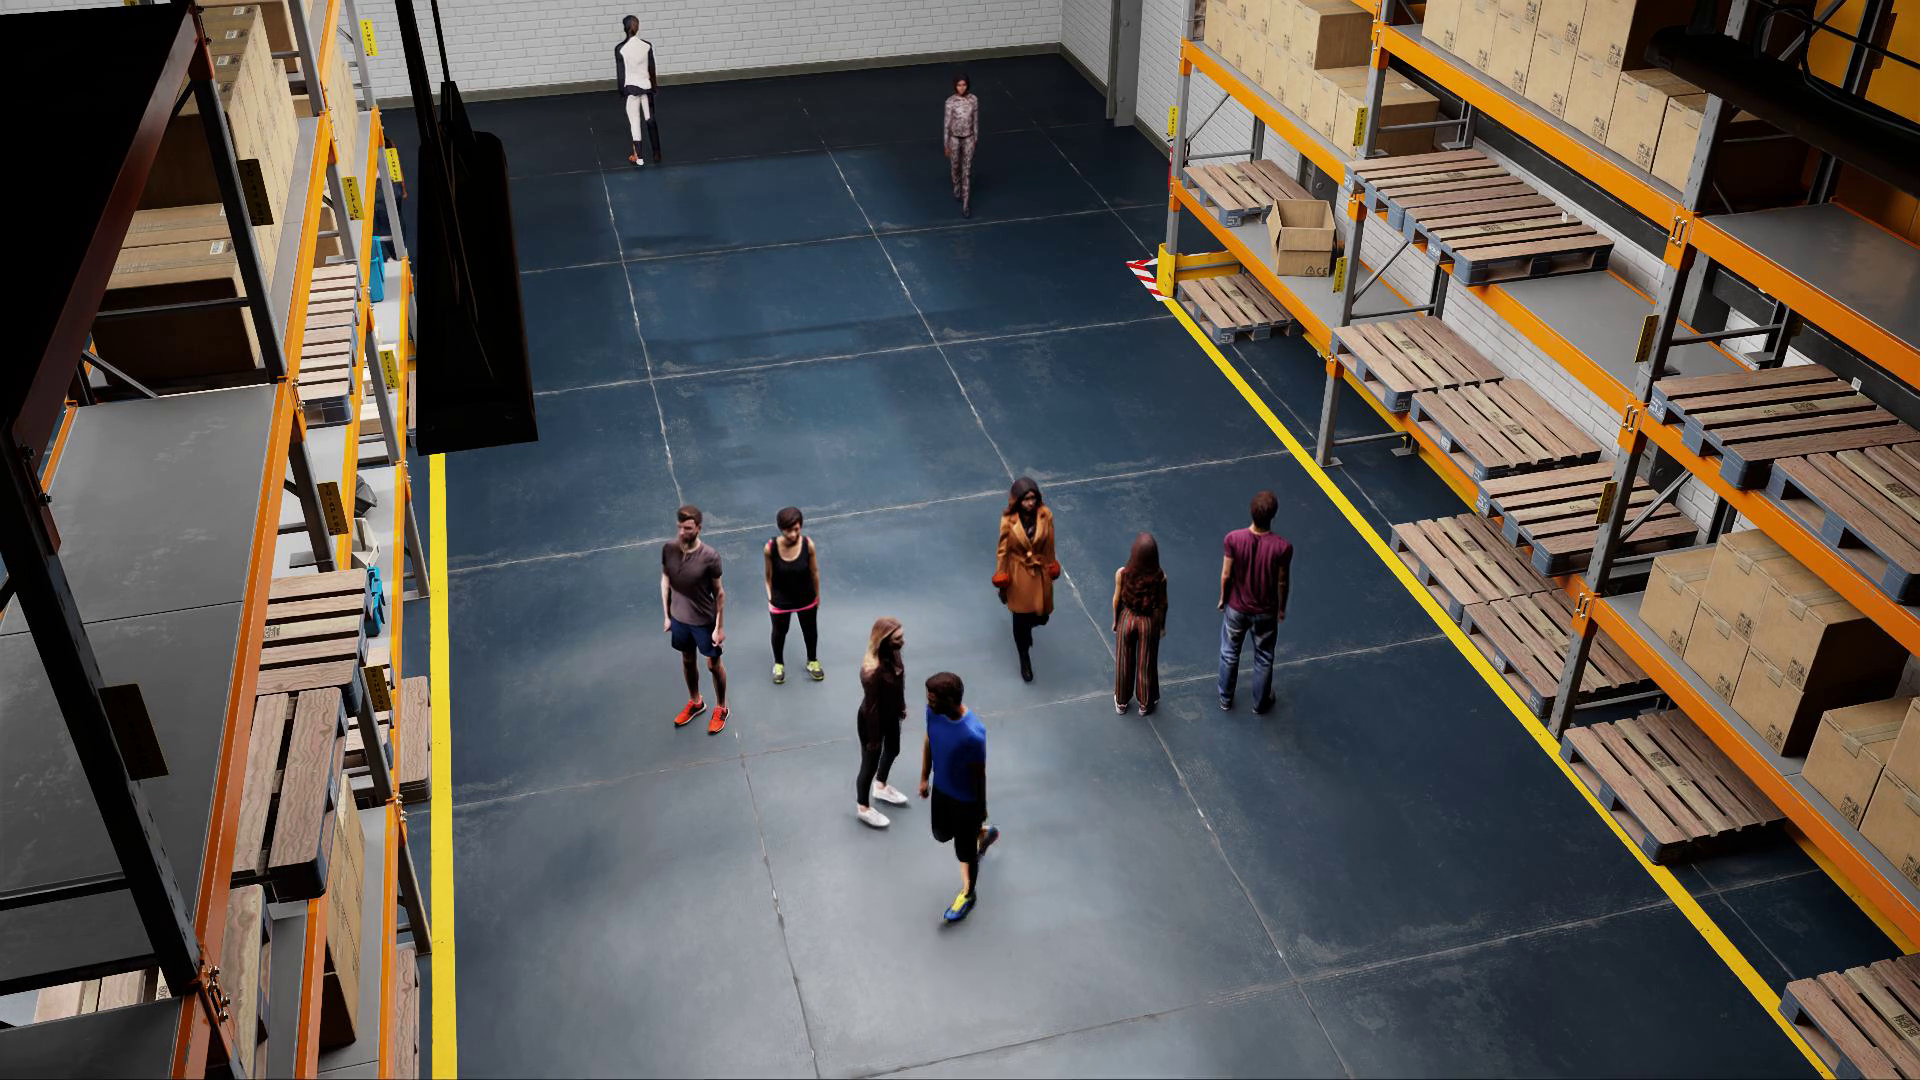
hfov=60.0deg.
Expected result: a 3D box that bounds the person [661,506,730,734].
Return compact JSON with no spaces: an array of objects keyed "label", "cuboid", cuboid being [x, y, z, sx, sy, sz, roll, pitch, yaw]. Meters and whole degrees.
[{"label":"person","cuboid":[-1.890,0.553,11.936,0.725,1.856,0.749,12,35,18]}]

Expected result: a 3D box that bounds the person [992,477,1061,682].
[{"label":"person","cuboid":[0.465,0.250,12.523,0.709,1.712,0.790,-7,34,-11]}]

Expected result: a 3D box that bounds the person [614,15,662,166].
[{"label":"person","cuboid":[-4.163,-5.813,21.482,0.723,1.891,0.654,-16,37,-22]}]

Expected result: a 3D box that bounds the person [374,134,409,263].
[{"label":"person","cuboid":[-6.418,-3.874,18.653,0.767,1.793,0.794,-24,41,-32]}]

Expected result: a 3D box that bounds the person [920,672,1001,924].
[{"label":"person","cuboid":[0.031,1.525,10.481,0.982,1.849,0.971,26,41,33]}]

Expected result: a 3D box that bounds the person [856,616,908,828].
[{"label":"person","cuboid":[-0.555,1.187,11.129,0.765,1.694,0.680,13,36,18]}]

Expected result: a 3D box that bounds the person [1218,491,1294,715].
[{"label":"person","cuboid":[2.125,0.461,12.078,0.735,1.854,0.745,10,35,15]}]

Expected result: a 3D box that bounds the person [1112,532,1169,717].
[{"label":"person","cuboid":[1.305,0.606,12.121,0.630,1.563,0.646,6,34,9]}]

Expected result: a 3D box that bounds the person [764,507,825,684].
[{"label":"person","cuboid":[-1.255,0.401,12.445,0.566,1.546,0.539,-5,34,-8]}]

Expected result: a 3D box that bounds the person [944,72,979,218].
[{"label":"person","cuboid":[0.001,-4.847,20.235,0.724,1.663,1.194,-3,34,-4]}]
